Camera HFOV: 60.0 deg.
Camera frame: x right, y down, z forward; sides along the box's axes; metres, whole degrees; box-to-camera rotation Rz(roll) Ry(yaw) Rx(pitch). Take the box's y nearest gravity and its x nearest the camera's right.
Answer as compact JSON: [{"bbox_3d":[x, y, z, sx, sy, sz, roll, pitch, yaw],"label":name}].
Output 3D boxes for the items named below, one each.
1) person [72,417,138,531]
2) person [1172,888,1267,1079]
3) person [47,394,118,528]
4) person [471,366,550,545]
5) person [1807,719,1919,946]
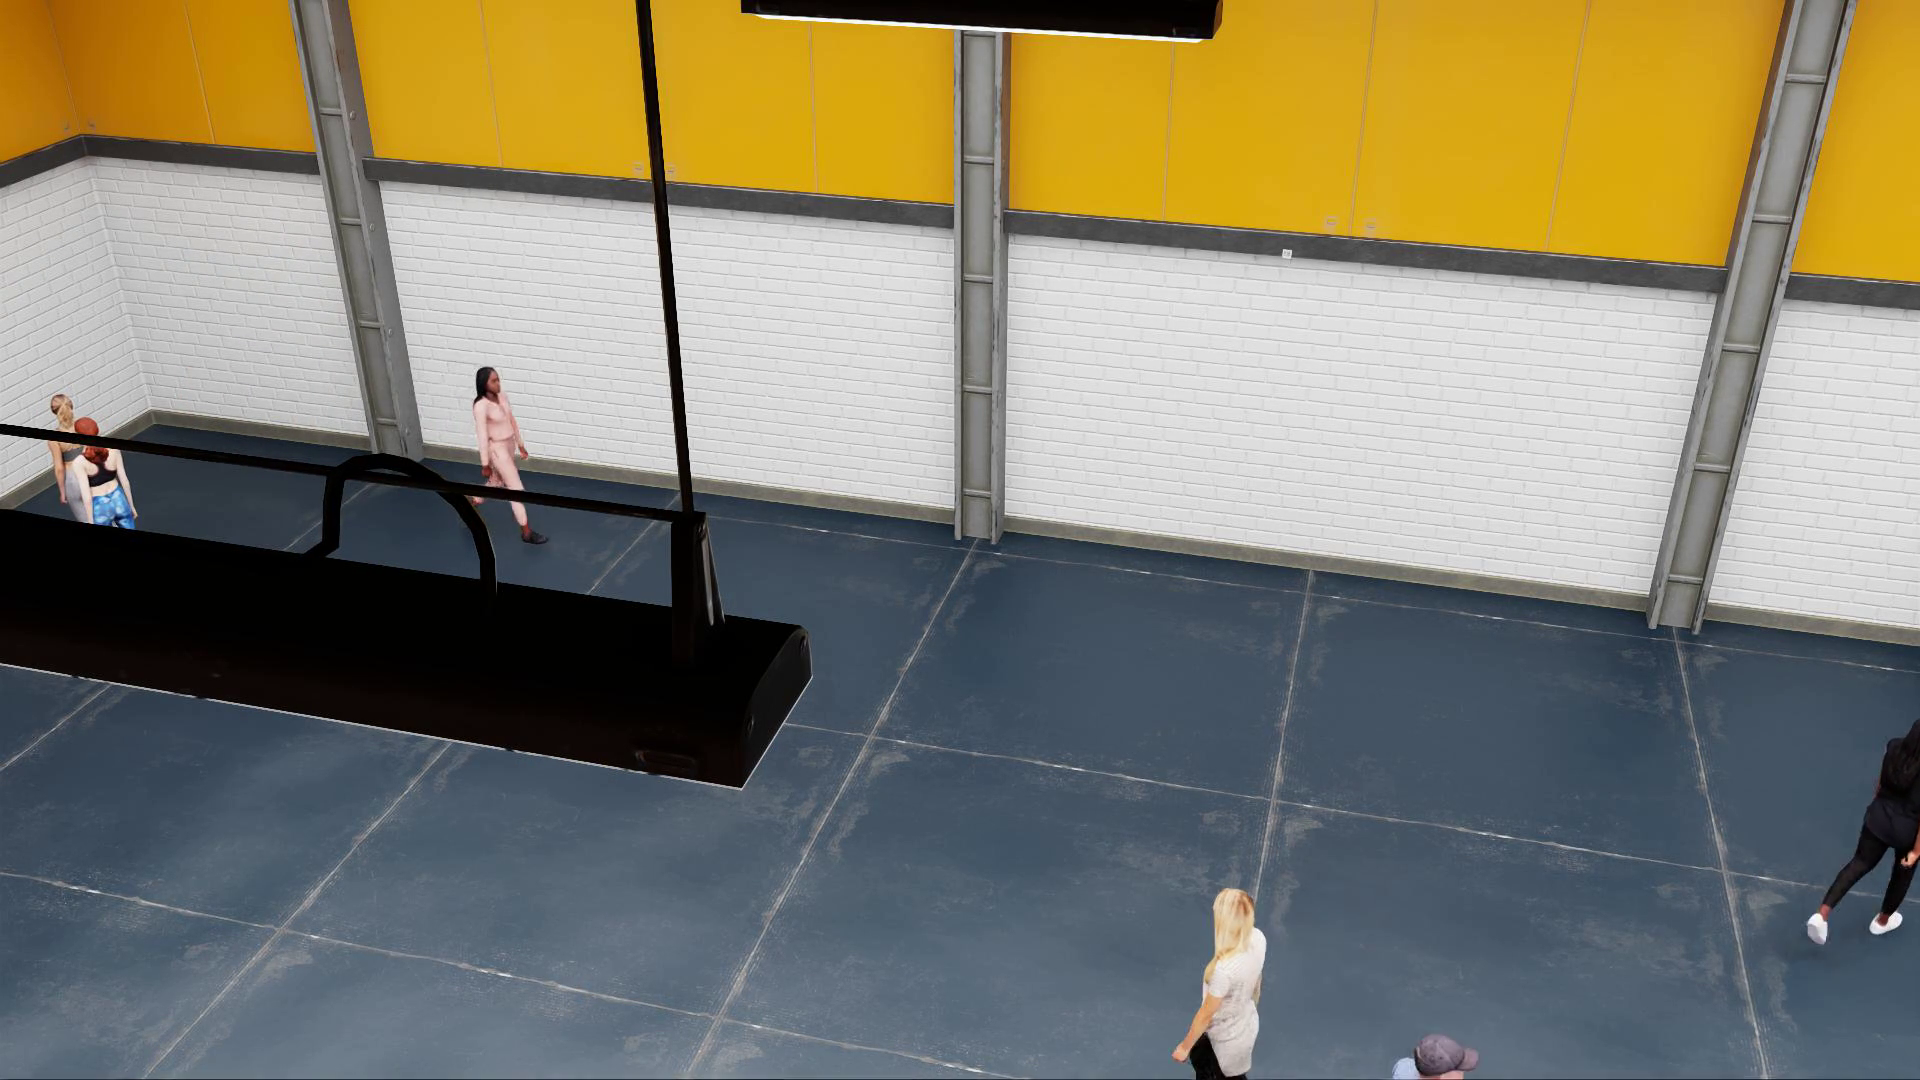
[{"bbox_3d":[-7.000,-0.194,13.711,0.666,1.784,0.647,19,34,31],"label":"person"},{"bbox_3d":[1.493,2.591,8.575,0.845,1.804,0.694,13,31,22],"label":"person"},{"bbox_3d":[-7.522,-0.465,14.284,0.657,1.703,0.652,22,36,35],"label":"person"},{"bbox_3d":[-4.173,-0.756,14.832,1.139,1.688,0.640,6,29,11],"label":"person"},{"bbox_3d":[5.641,1.792,10.144,1.109,1.705,1.062,-16,33,-27],"label":"person"}]
